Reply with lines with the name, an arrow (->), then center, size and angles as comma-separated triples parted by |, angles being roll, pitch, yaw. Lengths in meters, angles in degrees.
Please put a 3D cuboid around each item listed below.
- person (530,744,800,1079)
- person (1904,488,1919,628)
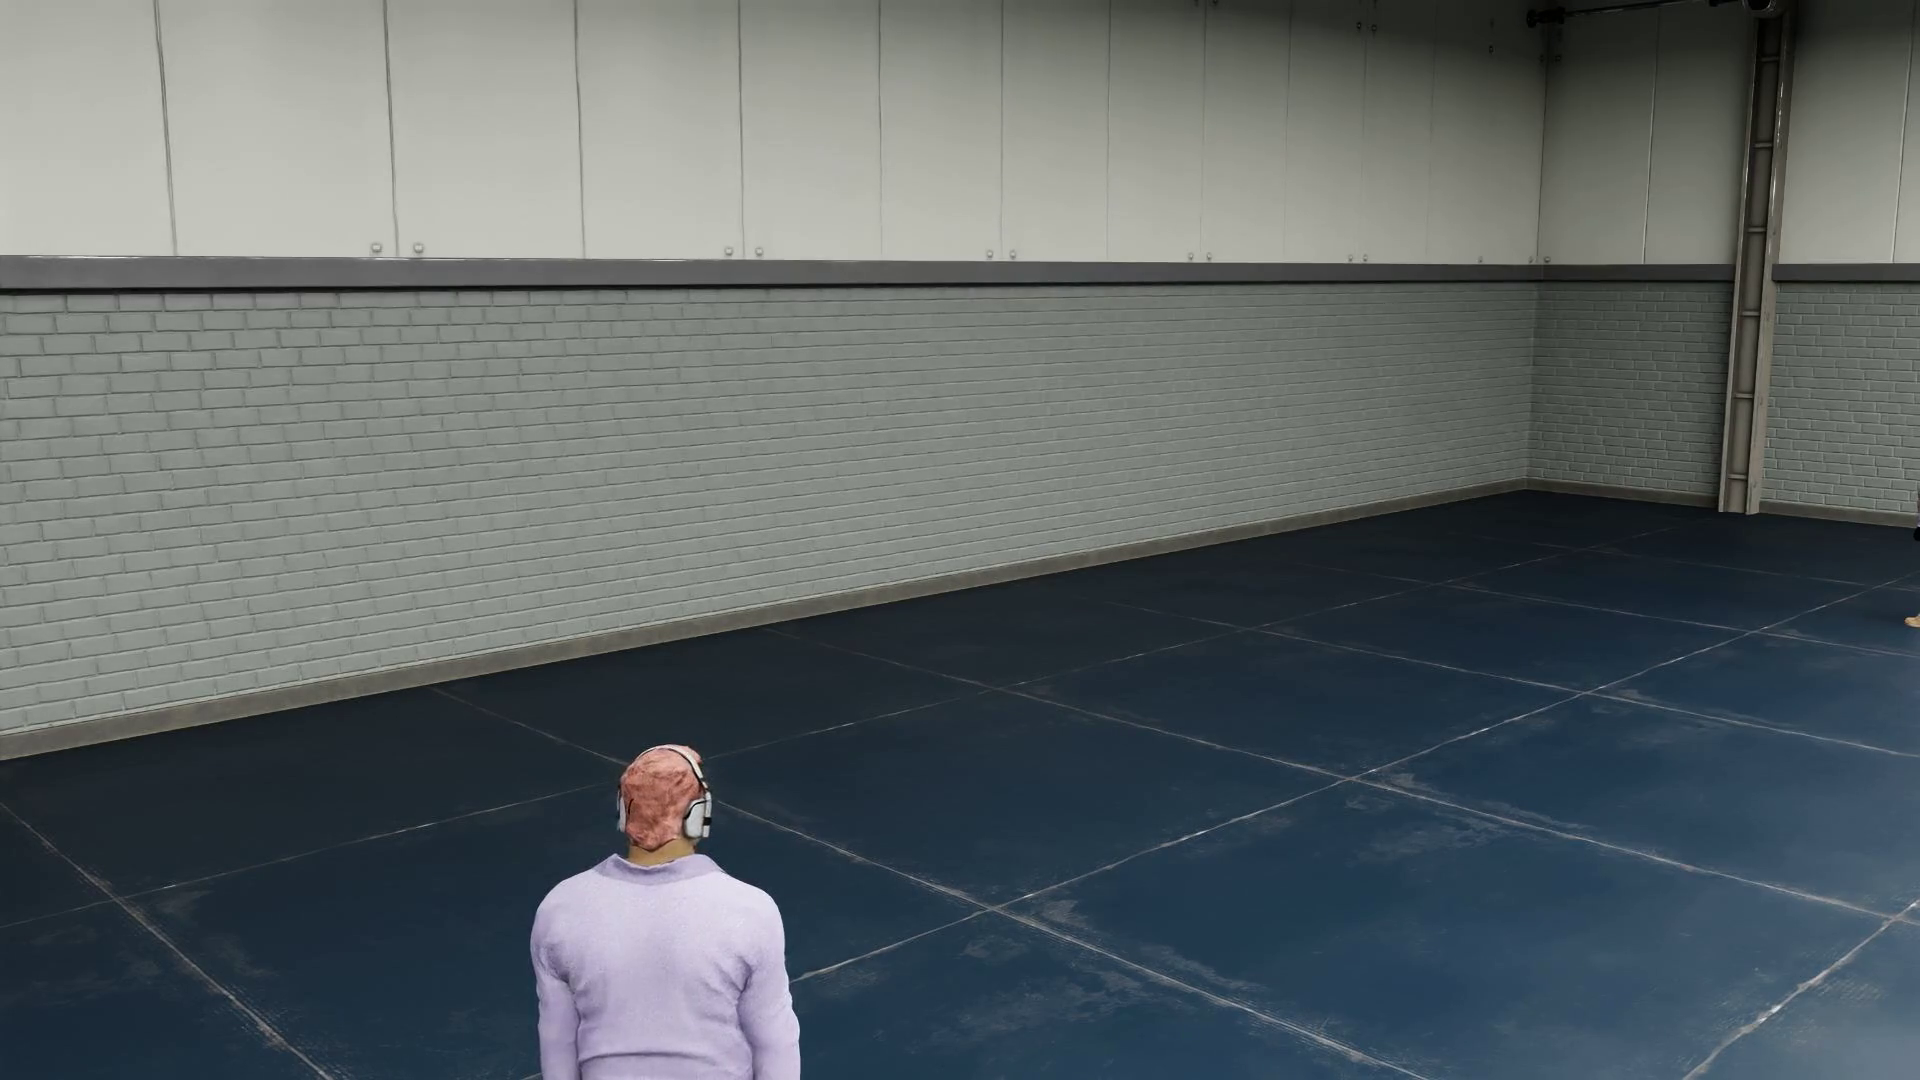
person -> -0.697, 1.435, 4.102 | 0.640, 1.902, 0.407 | 1, 9, 7
person -> 8.374, -0.155, 14.146 | 0.627, 1.845, 0.429 | -4, 10, -21
